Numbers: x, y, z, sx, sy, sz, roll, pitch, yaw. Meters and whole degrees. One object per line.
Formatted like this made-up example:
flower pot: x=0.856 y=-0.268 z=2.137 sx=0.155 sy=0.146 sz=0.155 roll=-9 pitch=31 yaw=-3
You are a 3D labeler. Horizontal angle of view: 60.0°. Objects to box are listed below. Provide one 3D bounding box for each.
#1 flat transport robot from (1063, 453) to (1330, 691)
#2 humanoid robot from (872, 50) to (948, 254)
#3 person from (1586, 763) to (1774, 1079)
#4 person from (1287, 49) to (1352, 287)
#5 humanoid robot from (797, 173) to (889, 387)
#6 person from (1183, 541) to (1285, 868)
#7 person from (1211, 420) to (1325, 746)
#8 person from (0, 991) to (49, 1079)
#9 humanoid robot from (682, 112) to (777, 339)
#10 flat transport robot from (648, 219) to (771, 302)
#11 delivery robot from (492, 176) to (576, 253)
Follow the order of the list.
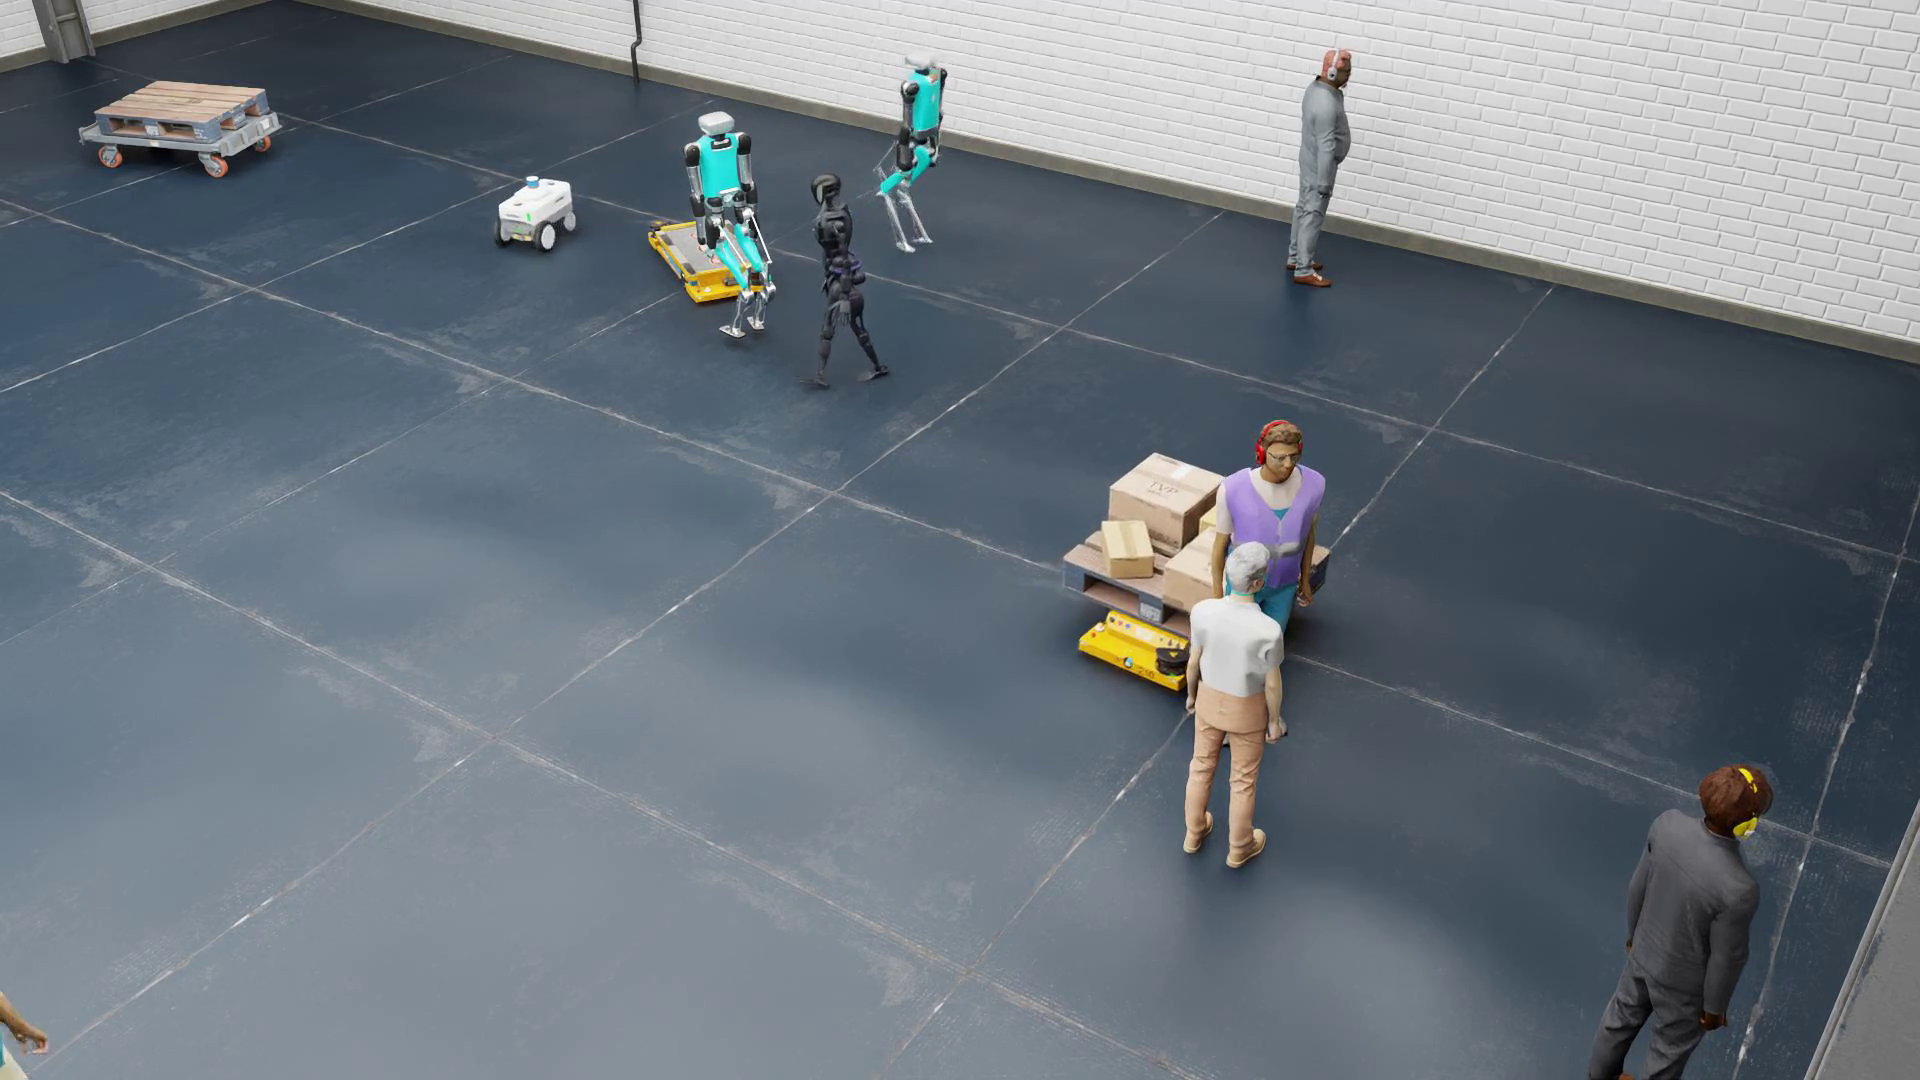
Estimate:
flat transport robot: x=1.359 y=0.354 z=9.705 sx=0.659 sy=0.231 sz=1.431 roll=22 pitch=39 yaw=30
humanoid robot: x=-0.474 y=-3.272 z=13.978 sx=0.708 sy=1.762 sz=0.546 roll=21 pitch=38 yaw=29
person: x=2.716 y=1.597 z=6.287 sx=0.343 sy=1.874 sz=0.503 roll=-12 pitch=35 yaw=-18
person: x=2.925 y=-3.006 z=13.423 sx=0.404 sy=1.904 sz=0.648 roll=1 pitch=33 yaw=1
humanoid robot: x=-0.852 y=-1.830 z=11.843 sx=0.718 sy=1.622 sz=0.590 roll=-11 pitch=34 yaw=-17
person: x=1.263 y=0.773 z=7.694 sx=0.482 sy=1.738 sz=0.319 roll=18 pitch=37 yaw=26
person: x=1.533 y=0.205 z=8.475 sx=0.564 sy=1.849 sz=0.390 roll=-8 pitch=34 yaw=-13
person: x=-3.446 y=1.910 z=5.849 sx=0.516 sy=1.818 sz=0.594 roll=-5 pitch=33 yaw=-8
humanoid robot: x=-1.634 y=-2.274 z=12.317 sx=0.533 sy=1.673 sz=0.735 roll=-20 pitch=38 yaw=-28
flat transport robot: x=-2.112 y=-2.384 z=13.966 sx=0.659 sy=0.231 sz=1.431 roll=-14 pitch=35 yaw=-20
delivery robot: x=-3.681 y=-2.836 z=14.417 sx=0.499 sy=0.608 sz=0.799 roll=11 pitch=34 yaw=17
